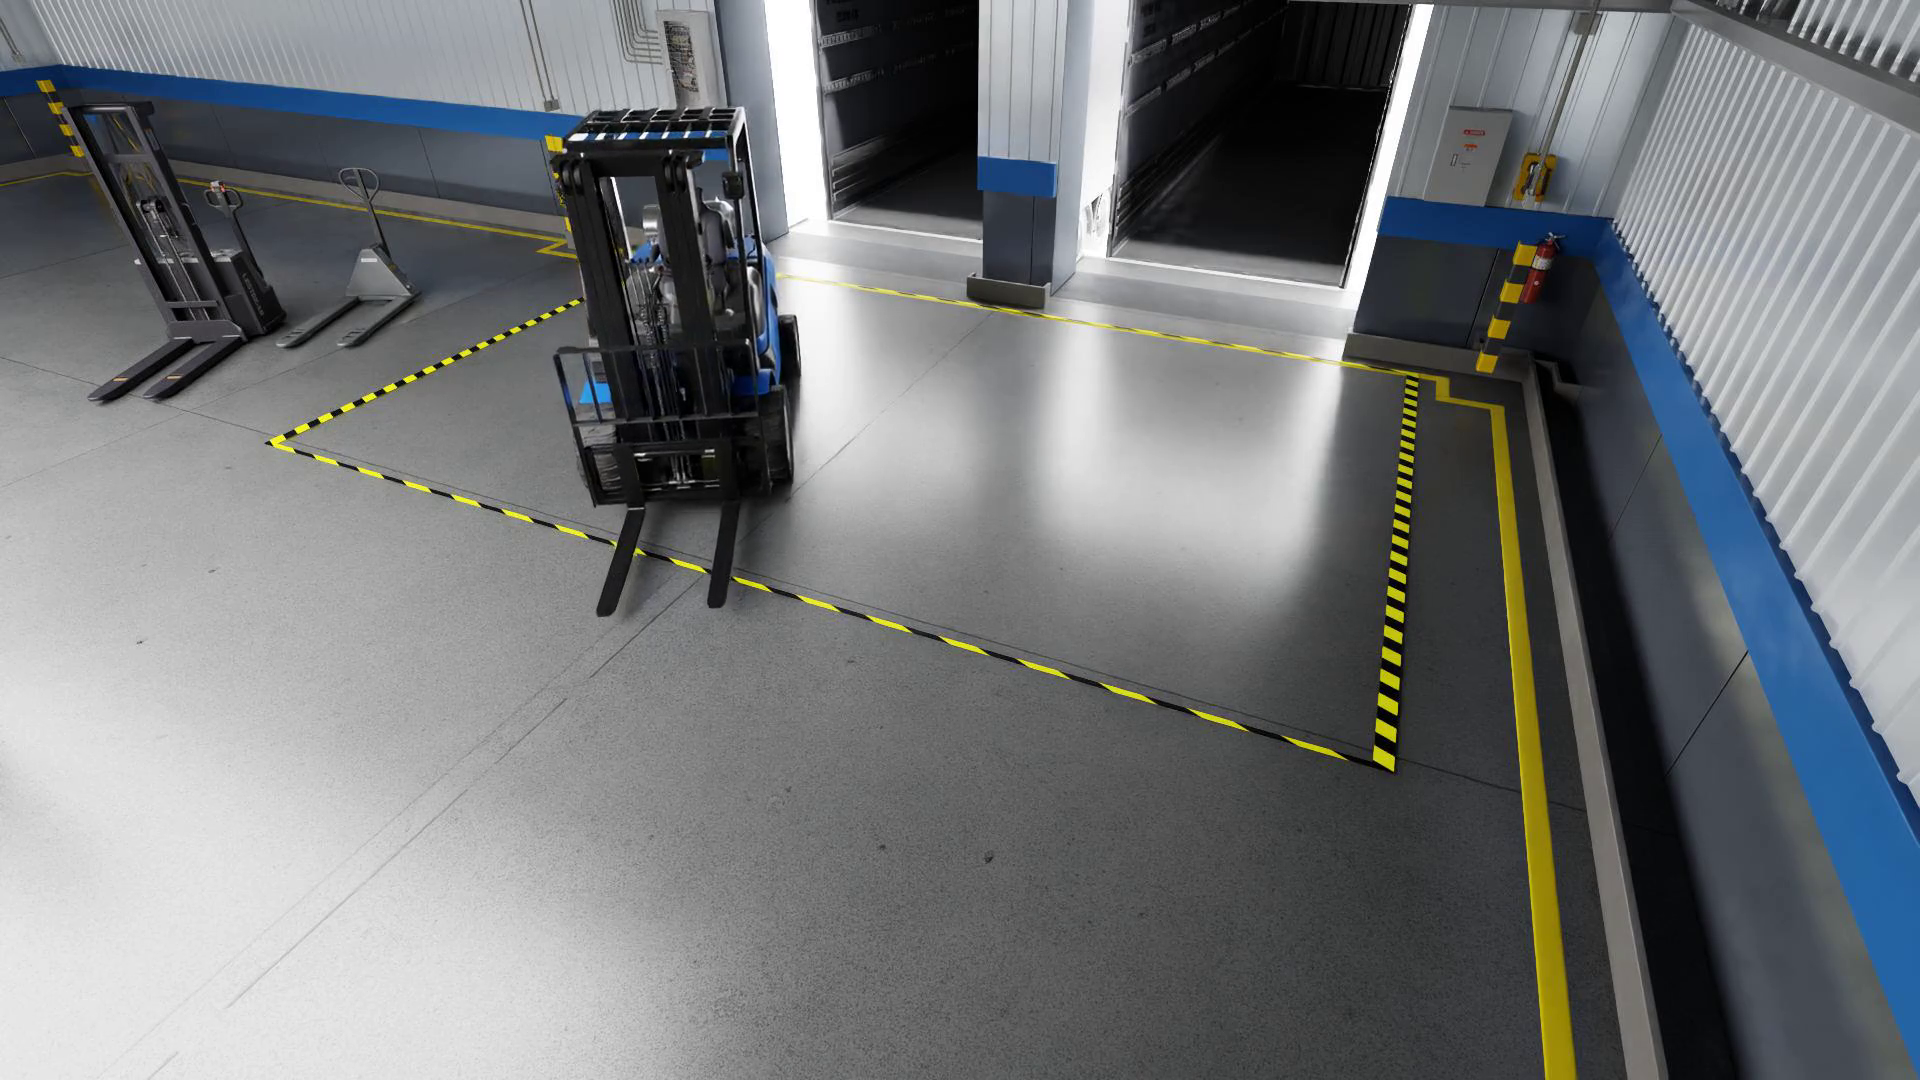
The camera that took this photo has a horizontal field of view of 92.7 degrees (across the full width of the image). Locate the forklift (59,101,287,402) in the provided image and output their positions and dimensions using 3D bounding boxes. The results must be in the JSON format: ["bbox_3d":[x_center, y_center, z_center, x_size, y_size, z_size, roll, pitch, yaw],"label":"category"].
[{"bbox_3d":[-6.686,-2.387,7.434,0.823,1.965,1.885,-3,35,-5],"label":"forklift"}]

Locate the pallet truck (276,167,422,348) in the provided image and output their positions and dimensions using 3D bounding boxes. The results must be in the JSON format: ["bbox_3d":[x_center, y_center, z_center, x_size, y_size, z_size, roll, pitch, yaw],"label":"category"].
[{"bbox_3d":[-5.732,-2.611,8.414,0.680,1.201,1.601,-1,35,-1],"label":"pallet truck"}]

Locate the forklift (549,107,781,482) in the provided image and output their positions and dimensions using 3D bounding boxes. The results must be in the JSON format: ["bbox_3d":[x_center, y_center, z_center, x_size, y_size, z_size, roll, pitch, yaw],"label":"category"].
[{"bbox_3d":[-1.906,-1.808,6.295,1.157,2.036,2.680,-4,35,-6],"label":"forklift"}]
